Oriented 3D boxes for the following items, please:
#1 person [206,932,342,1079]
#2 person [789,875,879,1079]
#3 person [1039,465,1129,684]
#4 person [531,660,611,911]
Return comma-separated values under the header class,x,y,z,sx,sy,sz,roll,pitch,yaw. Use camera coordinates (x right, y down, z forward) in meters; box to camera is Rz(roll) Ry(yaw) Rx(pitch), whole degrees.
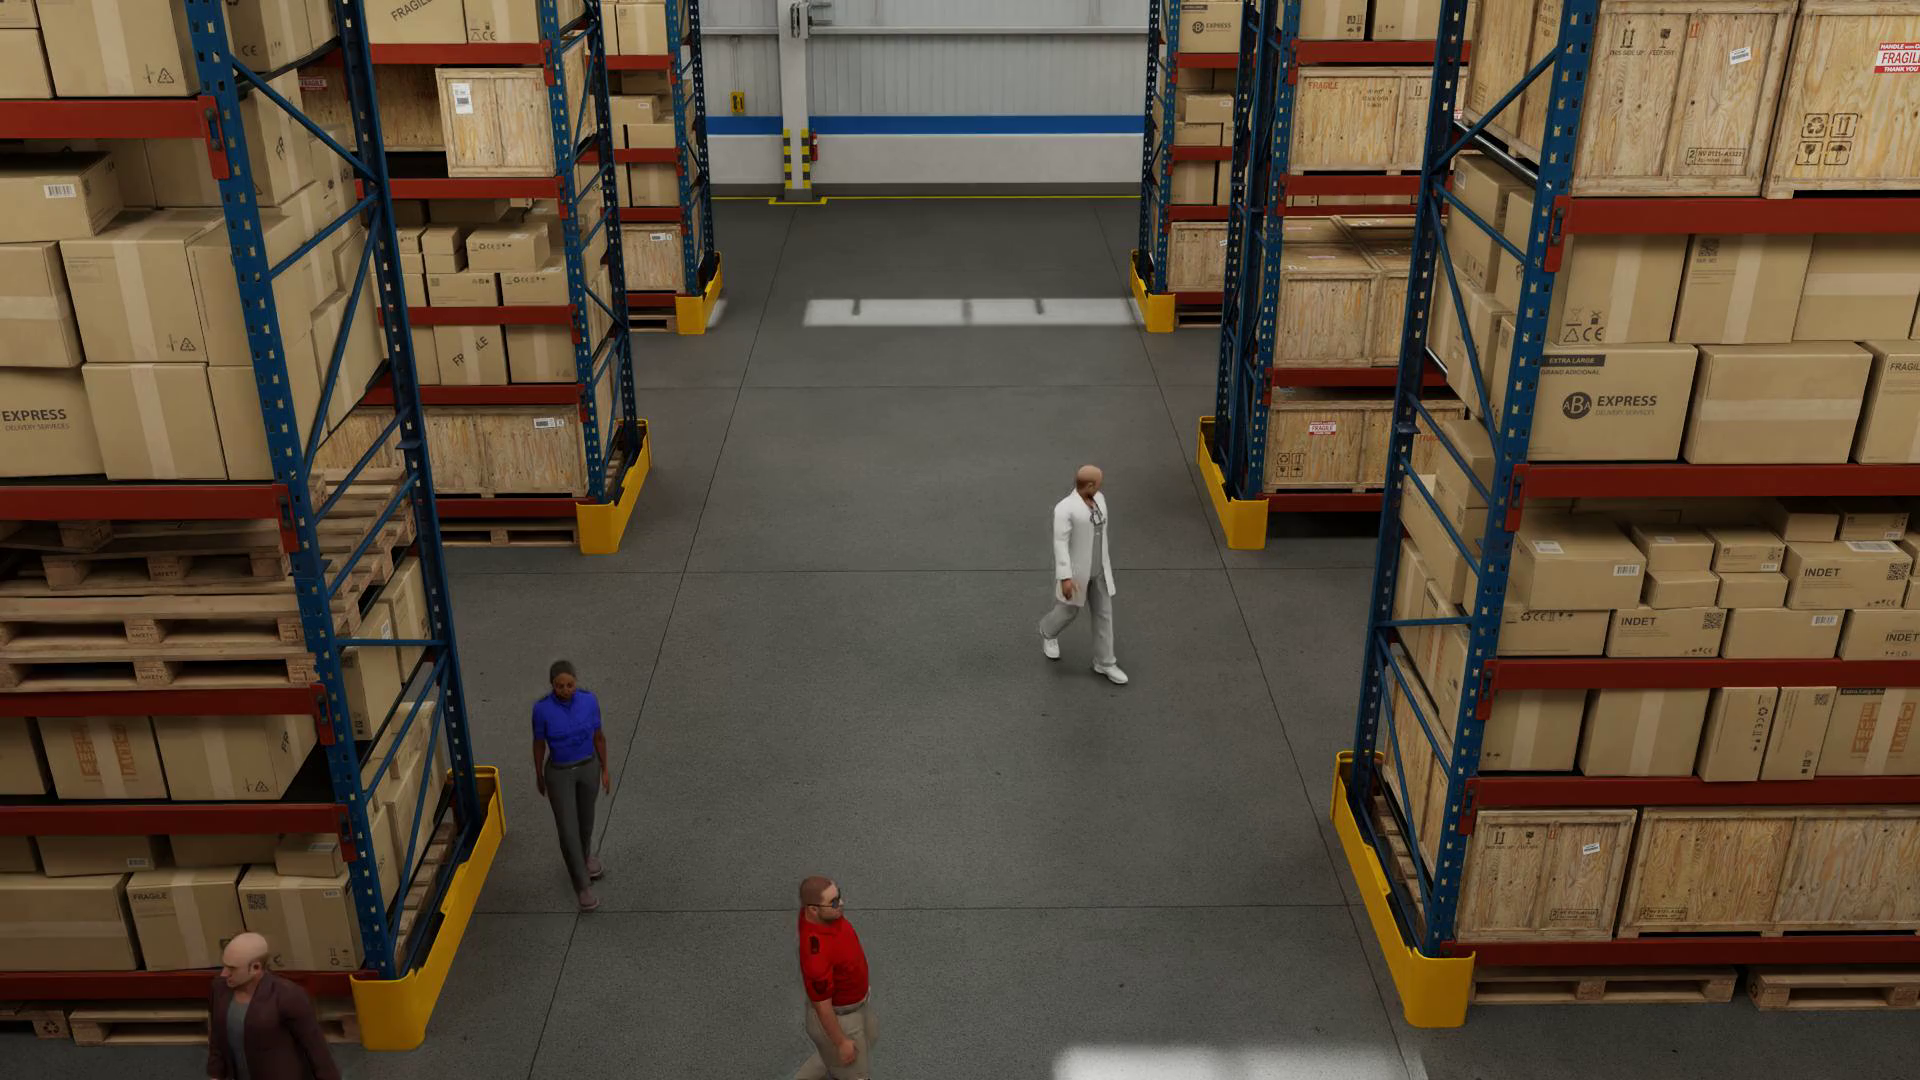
class,x,y,z,sx,sy,sz,roll,pitch,yaw
person,-3.393,2.658,8.183,0.643,1.745,1.082,11,27,22
person,-0.613,2.449,8.642,0.653,1.724,0.575,-2,25,-5
person,0.978,0.238,13.349,0.611,1.755,0.965,-17,30,-32
person,-2.435,1.548,10.668,0.447,1.649,0.734,-15,29,-29
